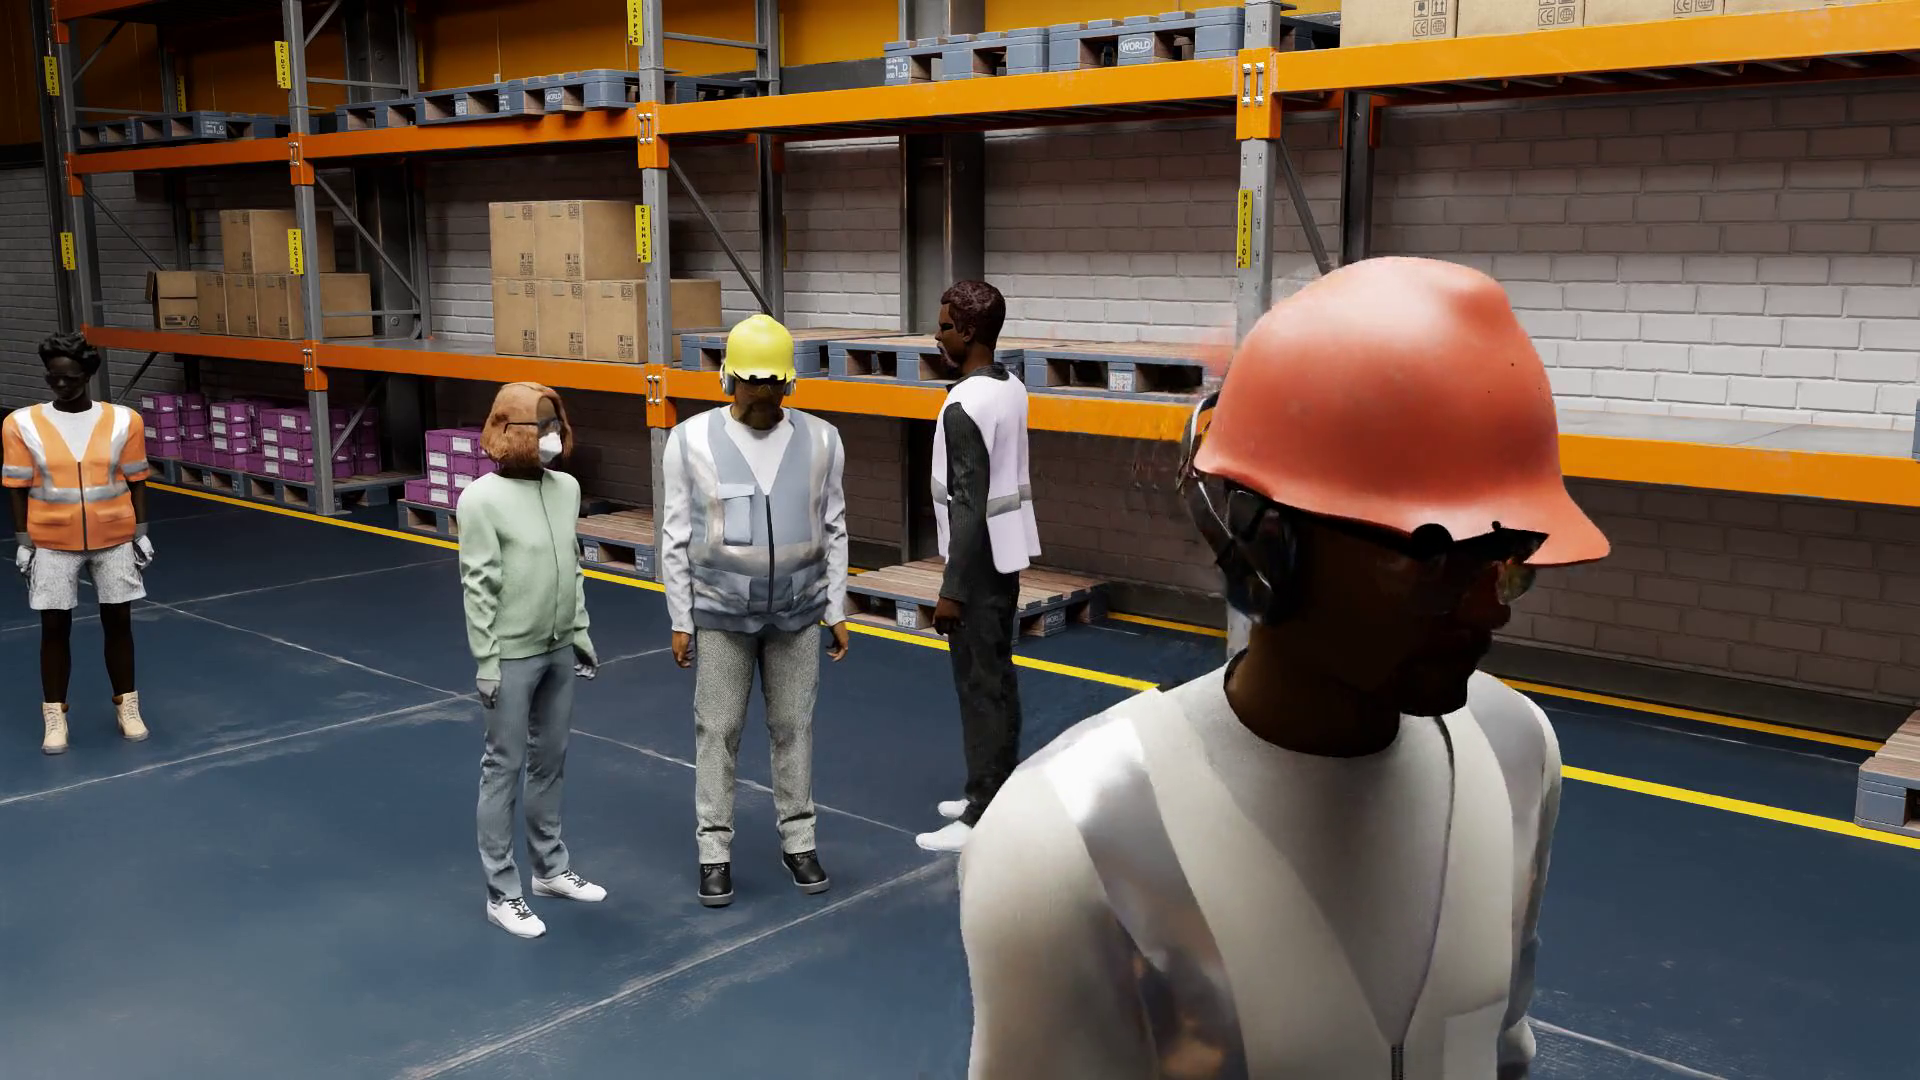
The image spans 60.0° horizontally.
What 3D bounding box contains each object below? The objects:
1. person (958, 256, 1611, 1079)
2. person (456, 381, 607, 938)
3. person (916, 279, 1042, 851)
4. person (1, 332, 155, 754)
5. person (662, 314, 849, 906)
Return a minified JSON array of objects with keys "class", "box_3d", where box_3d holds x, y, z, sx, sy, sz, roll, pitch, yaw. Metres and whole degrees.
[{"class":"person","box_3d":[0.239,0.758,1.529,0.639,2.020,0.639,-5,11,-28]},{"class":"person","box_3d":[-1.275,0.343,4.980,0.281,1.636,0.498,5,11,25]},{"class":"person","box_3d":[0.067,0.093,5.600,0.391,1.920,0.593,2,10,14]},{"class":"person","box_3d":[-3.547,0.006,6.732,0.536,1.694,0.322,-6,12,-32]},{"class":"person","box_3d":[-0.623,0.217,5.166,0.586,1.823,0.403,-3,11,-18]}]
